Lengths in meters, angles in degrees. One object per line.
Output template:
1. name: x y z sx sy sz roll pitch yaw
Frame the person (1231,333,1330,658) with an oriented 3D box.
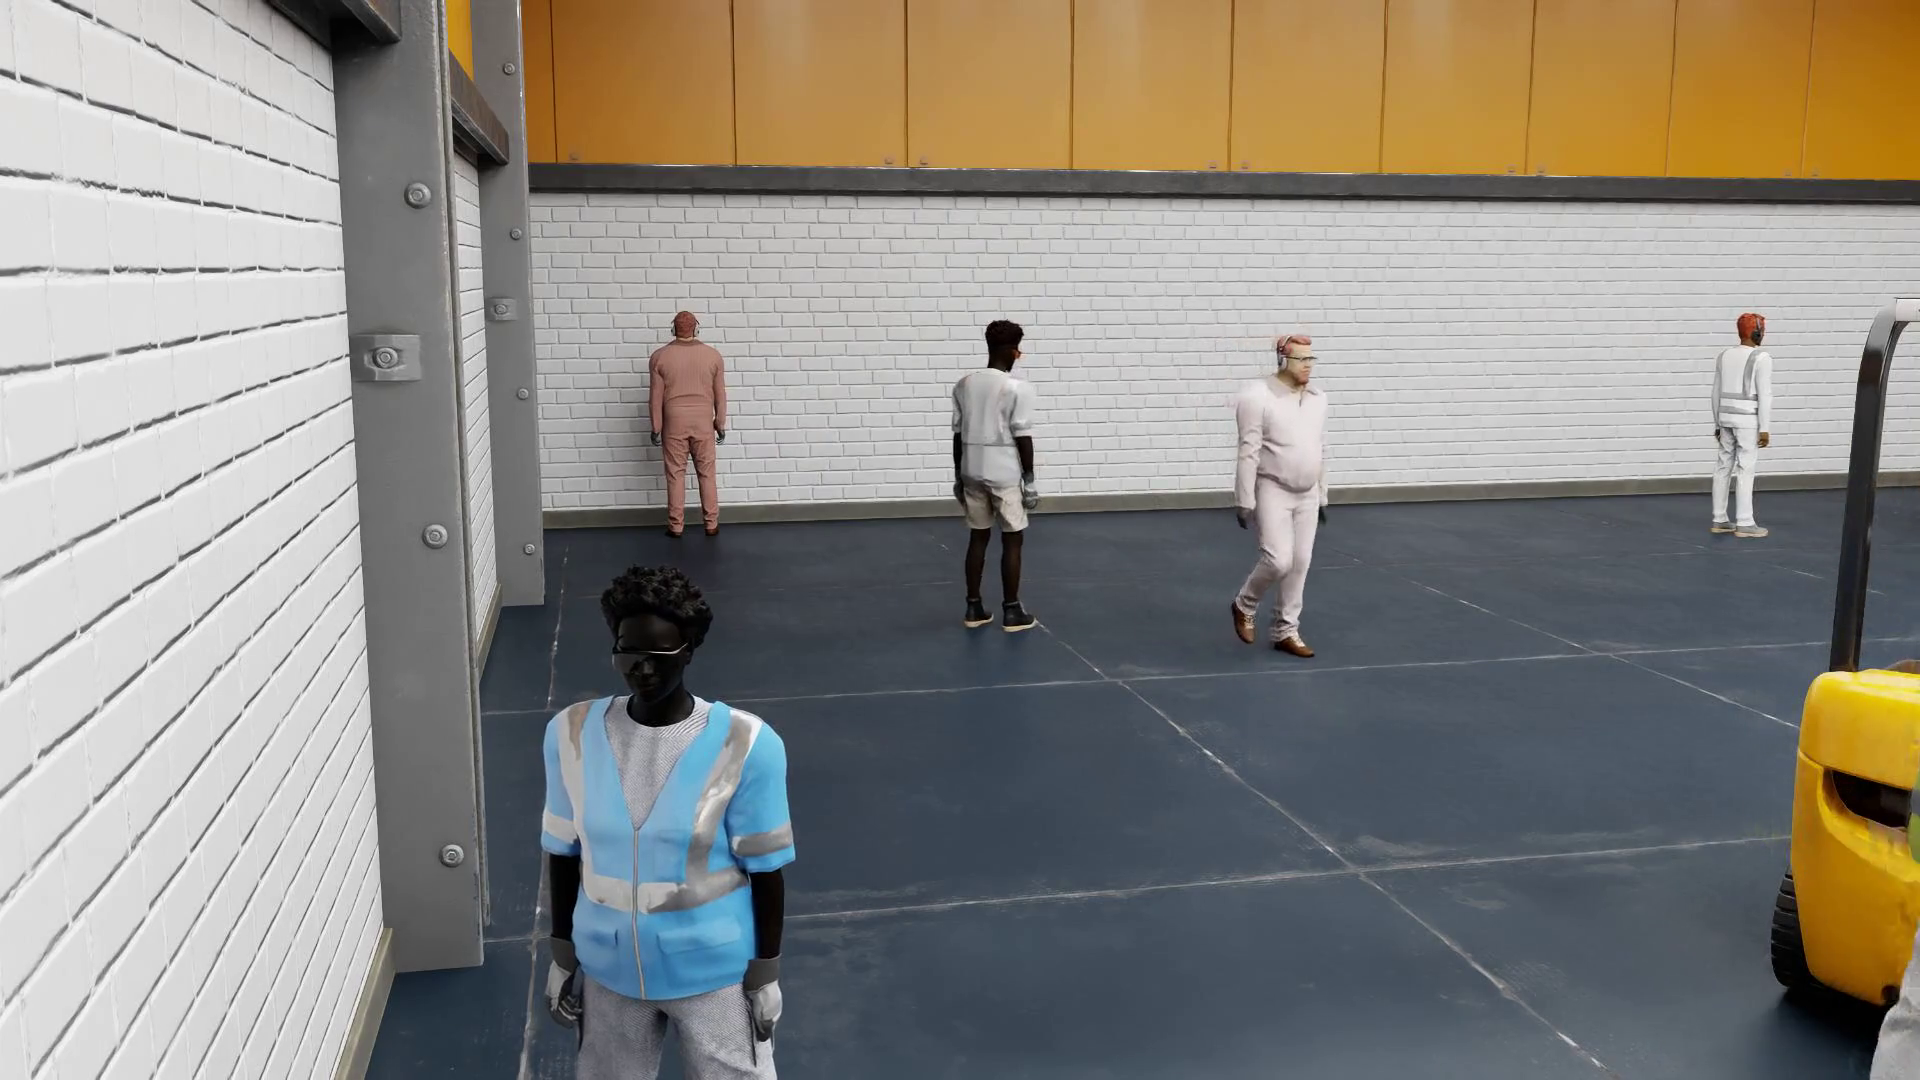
1. person: 1.892 -0.261 9.707 0.667 1.890 0.474 -6 11 -31

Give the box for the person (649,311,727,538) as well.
1. person: -2.290 -0.969 13.992 0.651 1.906 0.403 -3 10 -17

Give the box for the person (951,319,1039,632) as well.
1. person: 0.219 -0.402 10.414 0.620 1.951 0.408 8 12 40

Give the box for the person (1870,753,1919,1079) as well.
1. person: 2.497 0.775 3.695 0.872 1.796 0.658 8 12 41

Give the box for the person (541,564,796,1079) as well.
1. person: -0.599 0.875 3.419 0.537 1.694 0.320 2 10 12

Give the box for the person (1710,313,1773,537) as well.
1. person: 6.617 -0.971 14.077 0.362 1.882 0.576 -3 10 -19

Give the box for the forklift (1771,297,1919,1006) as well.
1. forklift: 3.542 0.334 5.177 2.313 2.155 1.214 -9 13 -43
